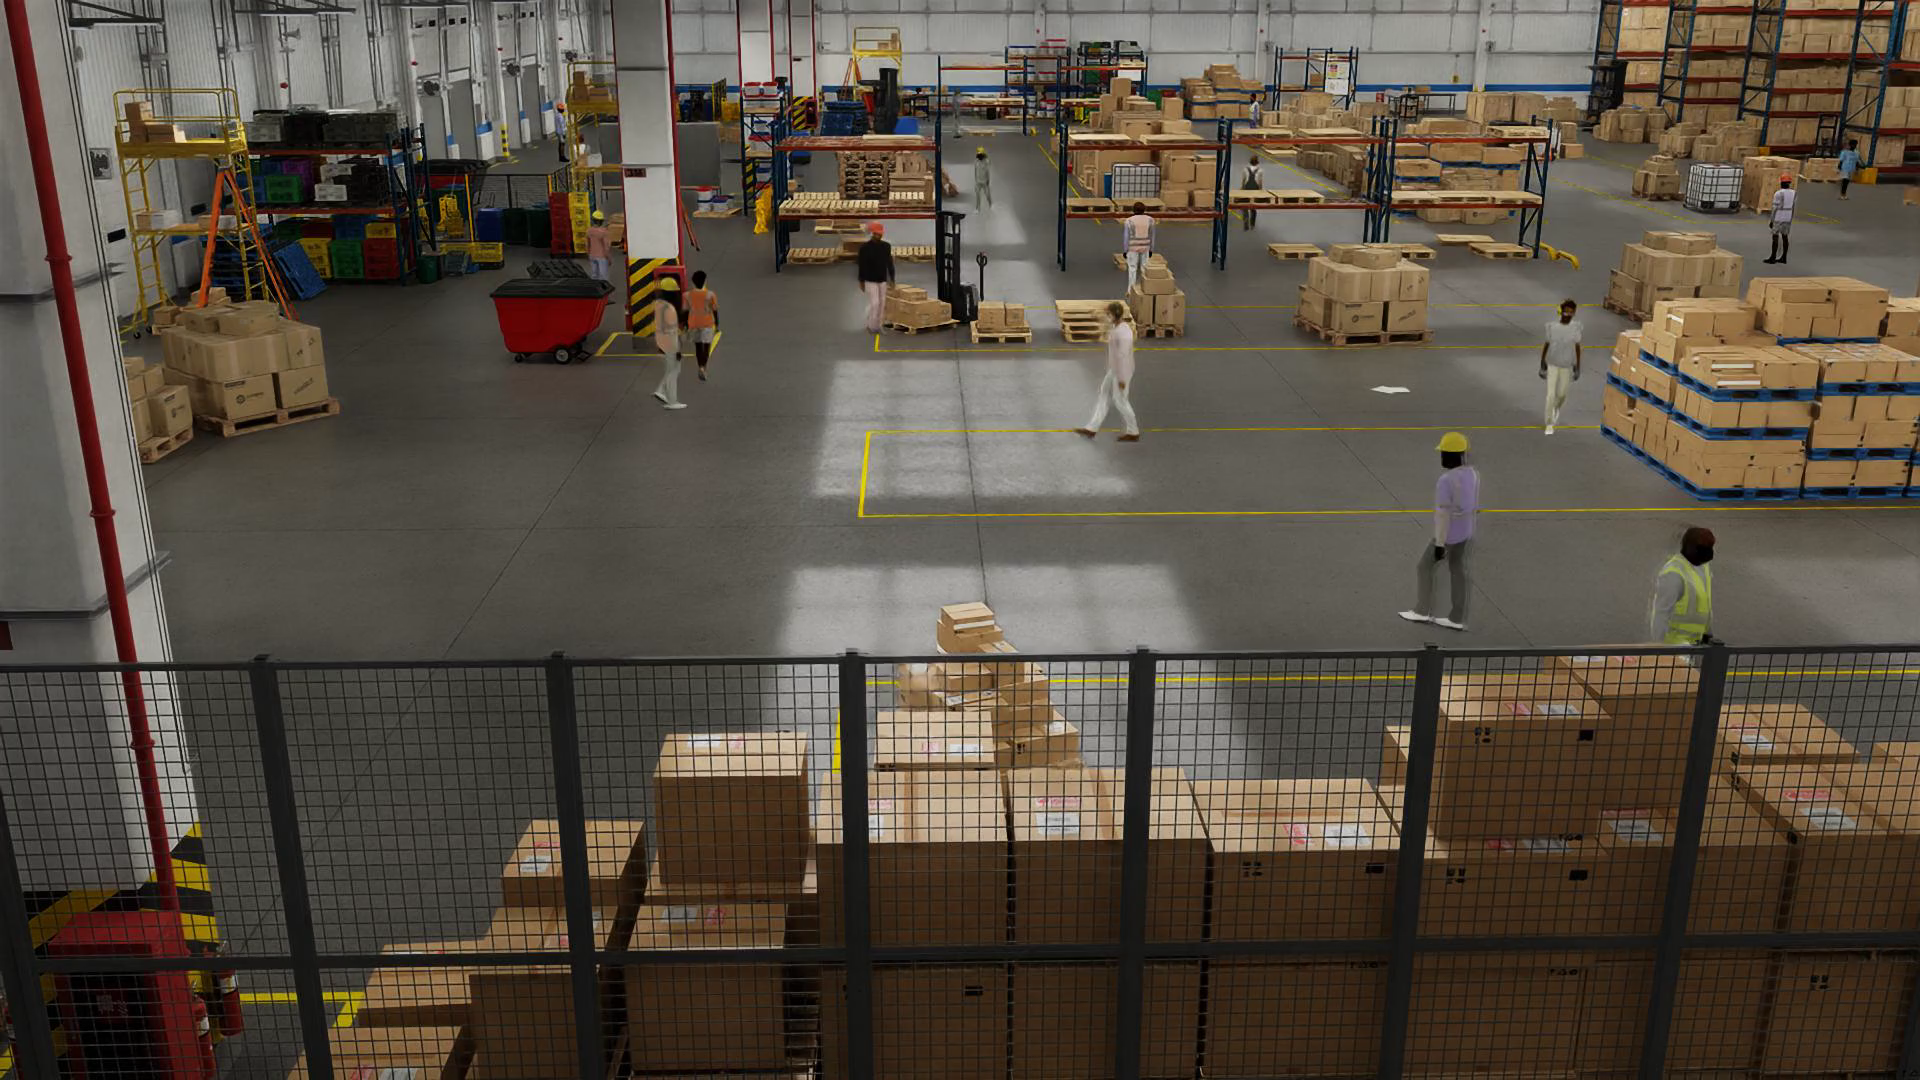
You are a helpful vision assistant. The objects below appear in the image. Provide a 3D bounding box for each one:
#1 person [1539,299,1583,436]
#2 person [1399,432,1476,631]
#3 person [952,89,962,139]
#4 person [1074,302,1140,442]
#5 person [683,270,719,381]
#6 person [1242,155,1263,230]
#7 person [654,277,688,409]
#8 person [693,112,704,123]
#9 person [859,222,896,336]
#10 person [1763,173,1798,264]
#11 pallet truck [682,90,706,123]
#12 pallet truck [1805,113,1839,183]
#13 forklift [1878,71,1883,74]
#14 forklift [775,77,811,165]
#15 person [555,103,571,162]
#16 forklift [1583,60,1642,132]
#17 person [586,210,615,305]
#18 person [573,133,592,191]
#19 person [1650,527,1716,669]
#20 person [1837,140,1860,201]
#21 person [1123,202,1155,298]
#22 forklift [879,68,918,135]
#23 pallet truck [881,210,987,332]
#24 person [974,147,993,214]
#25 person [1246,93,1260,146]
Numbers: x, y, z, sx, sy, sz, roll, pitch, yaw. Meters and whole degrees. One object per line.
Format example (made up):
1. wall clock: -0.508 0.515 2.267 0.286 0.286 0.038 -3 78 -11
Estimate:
1. person: 8.121 -2.376 22.524 0.527 1.842 0.708 5 19 14
2. person: 4.516 -0.102 15.669 0.623 1.900 0.750 -17 25 -41
3. person: -0.080 -16.490 64.327 0.376 1.897 0.765 8 20 22
4. person: 1.950 -2.219 21.996 0.852 1.883 0.667 -1 19 -2
5. person: -3.981 -3.292 25.509 0.537 1.673 0.785 2 19 5
6. person: 7.136 -8.504 40.734 0.523 1.828 0.755 5 19 13
7. person: -4.109 -2.795 23.652 0.419 1.911 0.614 -11 21 -29
8. person: -8.201 -12.574 52.667 0.721 1.922 0.632 8 20 22
9. person: -1.417 -4.469 28.529 0.621 1.977 0.464 -14 23 -36
10. person: 17.739 -6.941 35.940 0.542 1.928 0.399 -5 19 -14
11. pallet truck: -9.671 -15.907 62.421 0.823 1.965 1.885 5 19 15
12. pallet truck: 26.403 -11.957 50.702 0.823 1.965 1.885 6 19 16
13. forklift: 32.119 -15.186 58.920 1.129 2.768 1.873 -1 19 -1
14. forklift: -5.920 -13.893 55.085 1.873 2.768 1.129 -1 19 -1
15. person: -13.423 -13.744 56.096 0.362 1.938 0.545 -11 21 -29
16. forklift: 26.095 -17.629 66.170 1.873 2.768 1.129 -1 19 -2
17. person: -6.797 -5.330 31.404 0.533 1.765 0.329 10 21 27
18. person: -10.504 -10.327 46.094 0.563 1.853 0.856 1 19 3
19. person: 5.836 0.787 13.175 0.833 1.811 0.660 16 24 39
20. person: 24.696 -10.245 46.120 0.553 1.661 0.795 -2 19 -6
21. person: 3.433 -5.591 32.061 0.627 1.842 0.429 -5 19 -14
22. forklift: -2.566 -15.673 60.368 1.873 2.768 1.129 -10 21 -26
23. pallet truck: -0.493 -4.759 29.349 1.885 1.965 0.823 -13 23 -34
24. person: 0.618 -9.485 43.785 0.488 1.724 0.687 9 21 25
25. person: 10.815 -15.465 61.254 0.394 1.911 0.584 -2 19 -7
